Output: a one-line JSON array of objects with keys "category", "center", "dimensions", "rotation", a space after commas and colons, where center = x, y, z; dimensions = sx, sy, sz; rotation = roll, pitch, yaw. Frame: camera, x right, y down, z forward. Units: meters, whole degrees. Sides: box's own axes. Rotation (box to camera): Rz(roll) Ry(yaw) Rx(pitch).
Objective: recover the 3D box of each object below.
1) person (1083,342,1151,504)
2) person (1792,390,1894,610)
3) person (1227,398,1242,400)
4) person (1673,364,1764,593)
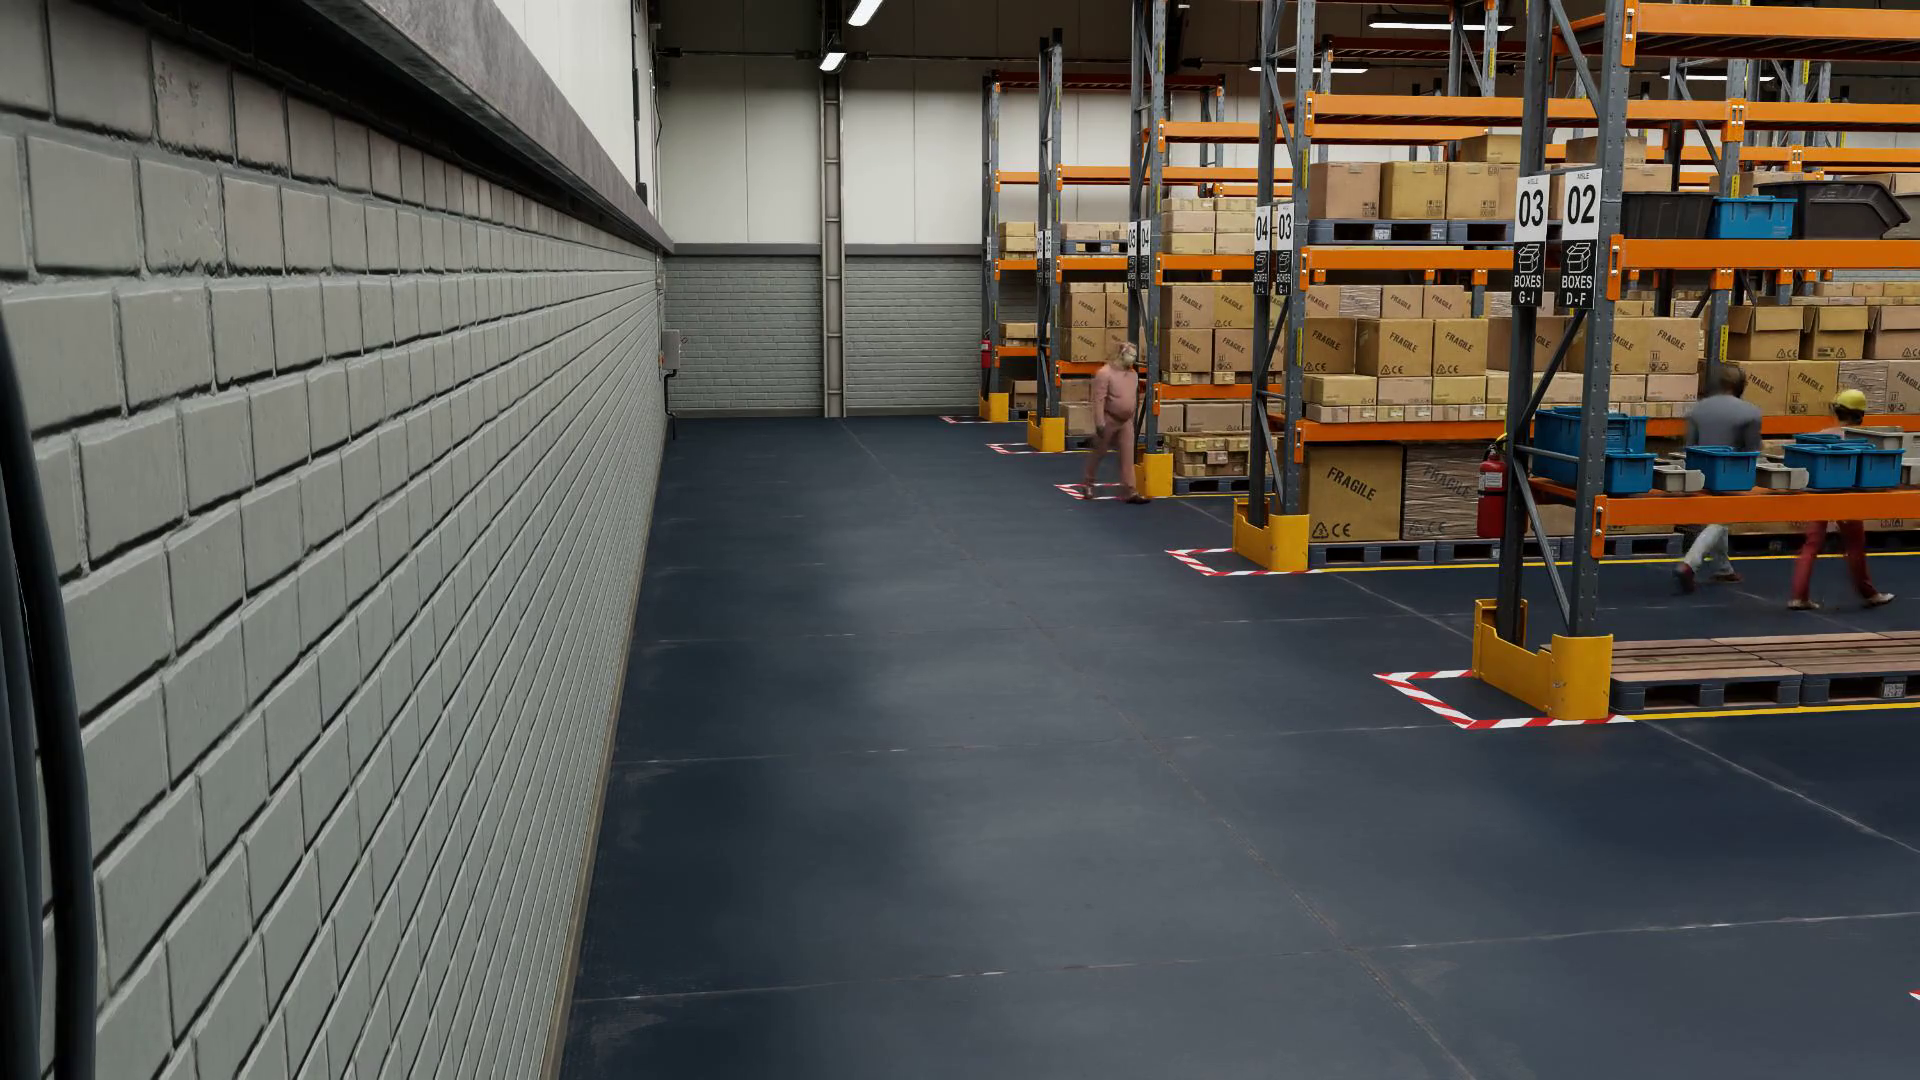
[{"category": "person", "center": [1.756, -1.344, 19.062], "dimensions": [0.728, 1.847, 0.983], "rotation": [-6, 11, -32]}, {"category": "person", "center": [6.905, -0.303, 12.972], "dimensions": [0.861, 1.727, 0.540], "rotation": [-3, 10, -18]}, {"category": "person", "center": [4.403, -2.586, 26.468], "dimensions": [0.458, 1.918, 0.653], "rotation": [-2, 9, -12]}, {"category": "person", "center": [6.262, -0.514, 13.773], "dimensions": [0.973, 1.899, 0.634], "rotation": [-5, 11, -30]}]
